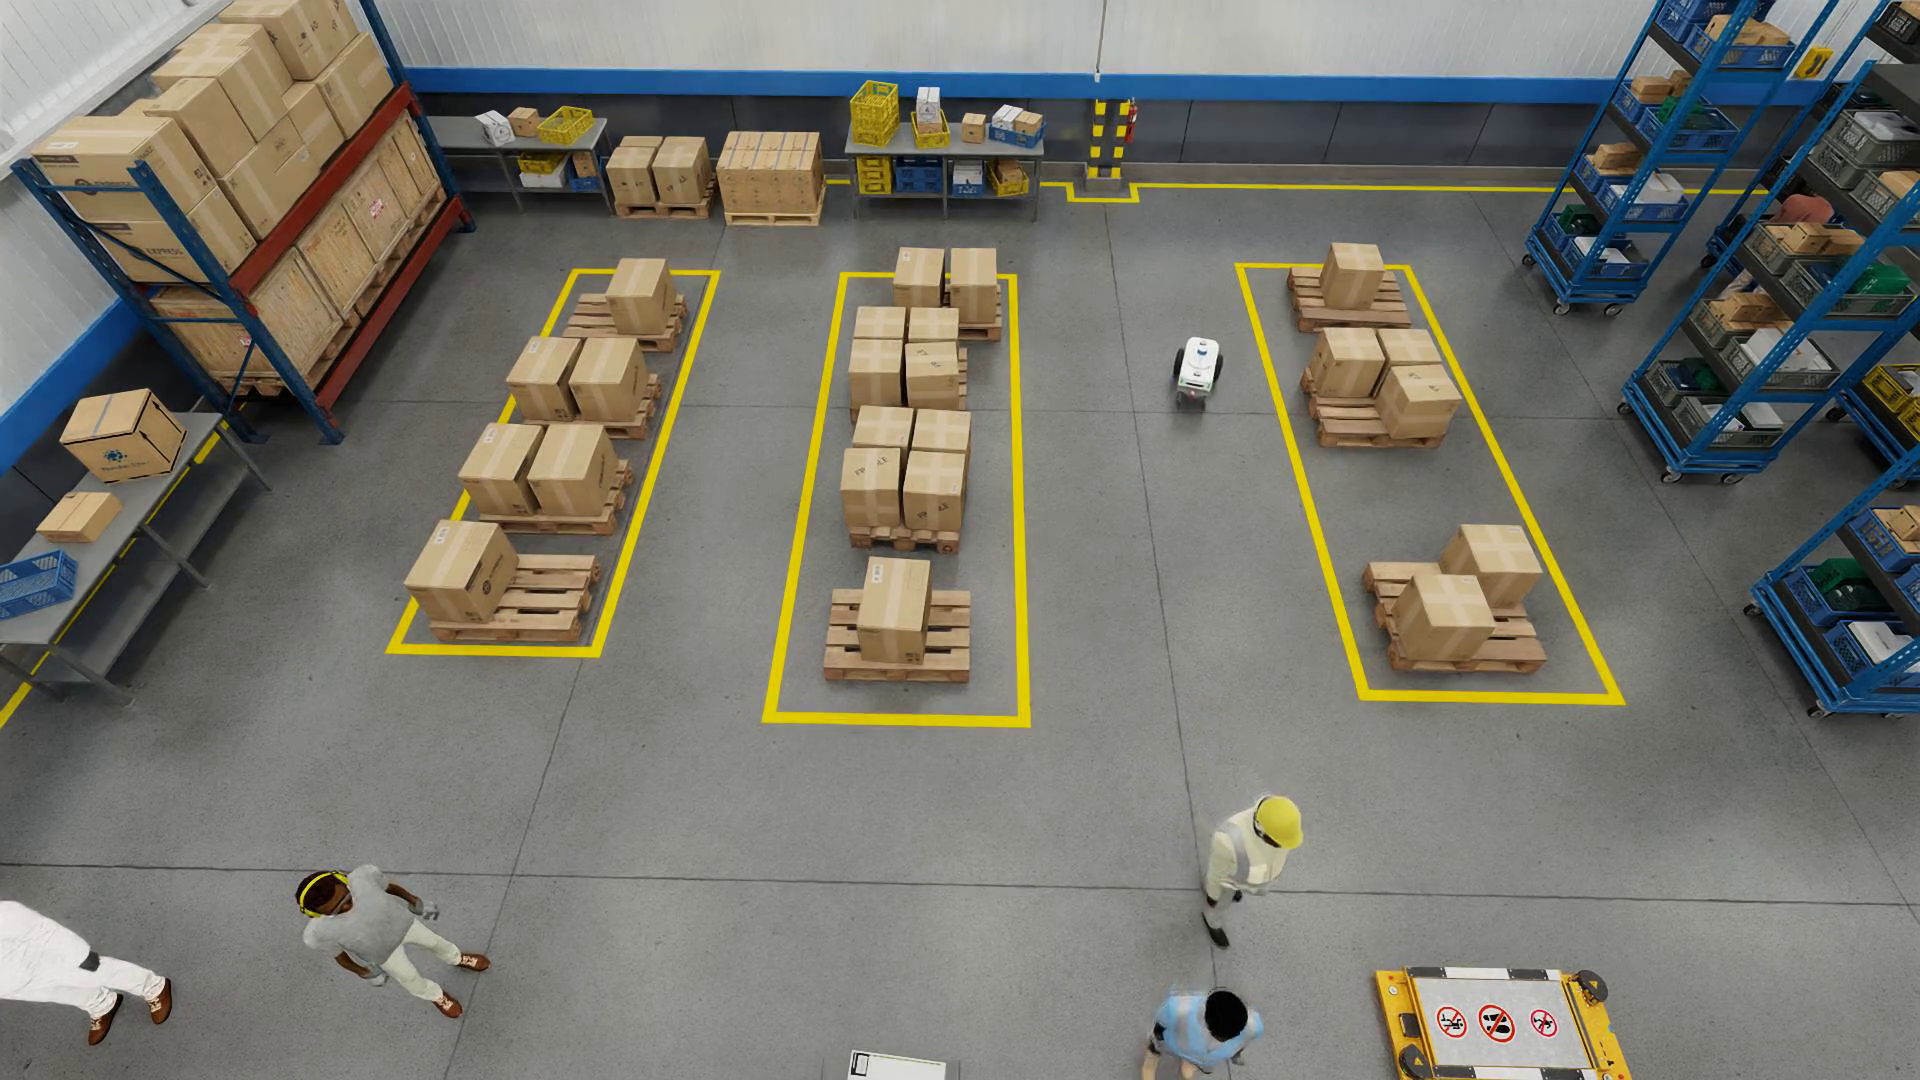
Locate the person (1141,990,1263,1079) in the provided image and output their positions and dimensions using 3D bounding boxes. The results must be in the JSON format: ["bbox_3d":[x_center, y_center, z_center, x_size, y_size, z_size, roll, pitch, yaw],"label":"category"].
[{"bbox_3d":[1.359,2.852,5.236,0.573,1.693,0.319,8,51,7],"label":"person"}]

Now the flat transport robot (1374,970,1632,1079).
[{"bbox_3d":[3.501,3.133,5.914,1.431,0.197,0.652,1,51,1],"label":"flat transport robot"}]

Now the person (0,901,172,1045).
[{"bbox_3d":[-5.472,2.521,5.362,0.650,1.913,0.409,-14,52,-11],"label":"person"}]

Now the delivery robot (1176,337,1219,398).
[{"bbox_3d":[2.533,-1.845,9.732,0.477,0.478,0.707,13,52,10],"label":"delivery robot"}]

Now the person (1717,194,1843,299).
[{"bbox_3d":[8.804,-3.030,9.847,0.411,1.980,0.629,-20,54,-16],"label":"person"}]

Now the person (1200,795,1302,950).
[{"bbox_3d":[1.797,2.073,5.785,0.603,1.826,0.448,-17,53,-14],"label":"person"}]

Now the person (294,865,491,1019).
[{"bbox_3d":[-3.386,2.387,5.497,0.328,1.873,0.520,15,52,12],"label":"person"}]
